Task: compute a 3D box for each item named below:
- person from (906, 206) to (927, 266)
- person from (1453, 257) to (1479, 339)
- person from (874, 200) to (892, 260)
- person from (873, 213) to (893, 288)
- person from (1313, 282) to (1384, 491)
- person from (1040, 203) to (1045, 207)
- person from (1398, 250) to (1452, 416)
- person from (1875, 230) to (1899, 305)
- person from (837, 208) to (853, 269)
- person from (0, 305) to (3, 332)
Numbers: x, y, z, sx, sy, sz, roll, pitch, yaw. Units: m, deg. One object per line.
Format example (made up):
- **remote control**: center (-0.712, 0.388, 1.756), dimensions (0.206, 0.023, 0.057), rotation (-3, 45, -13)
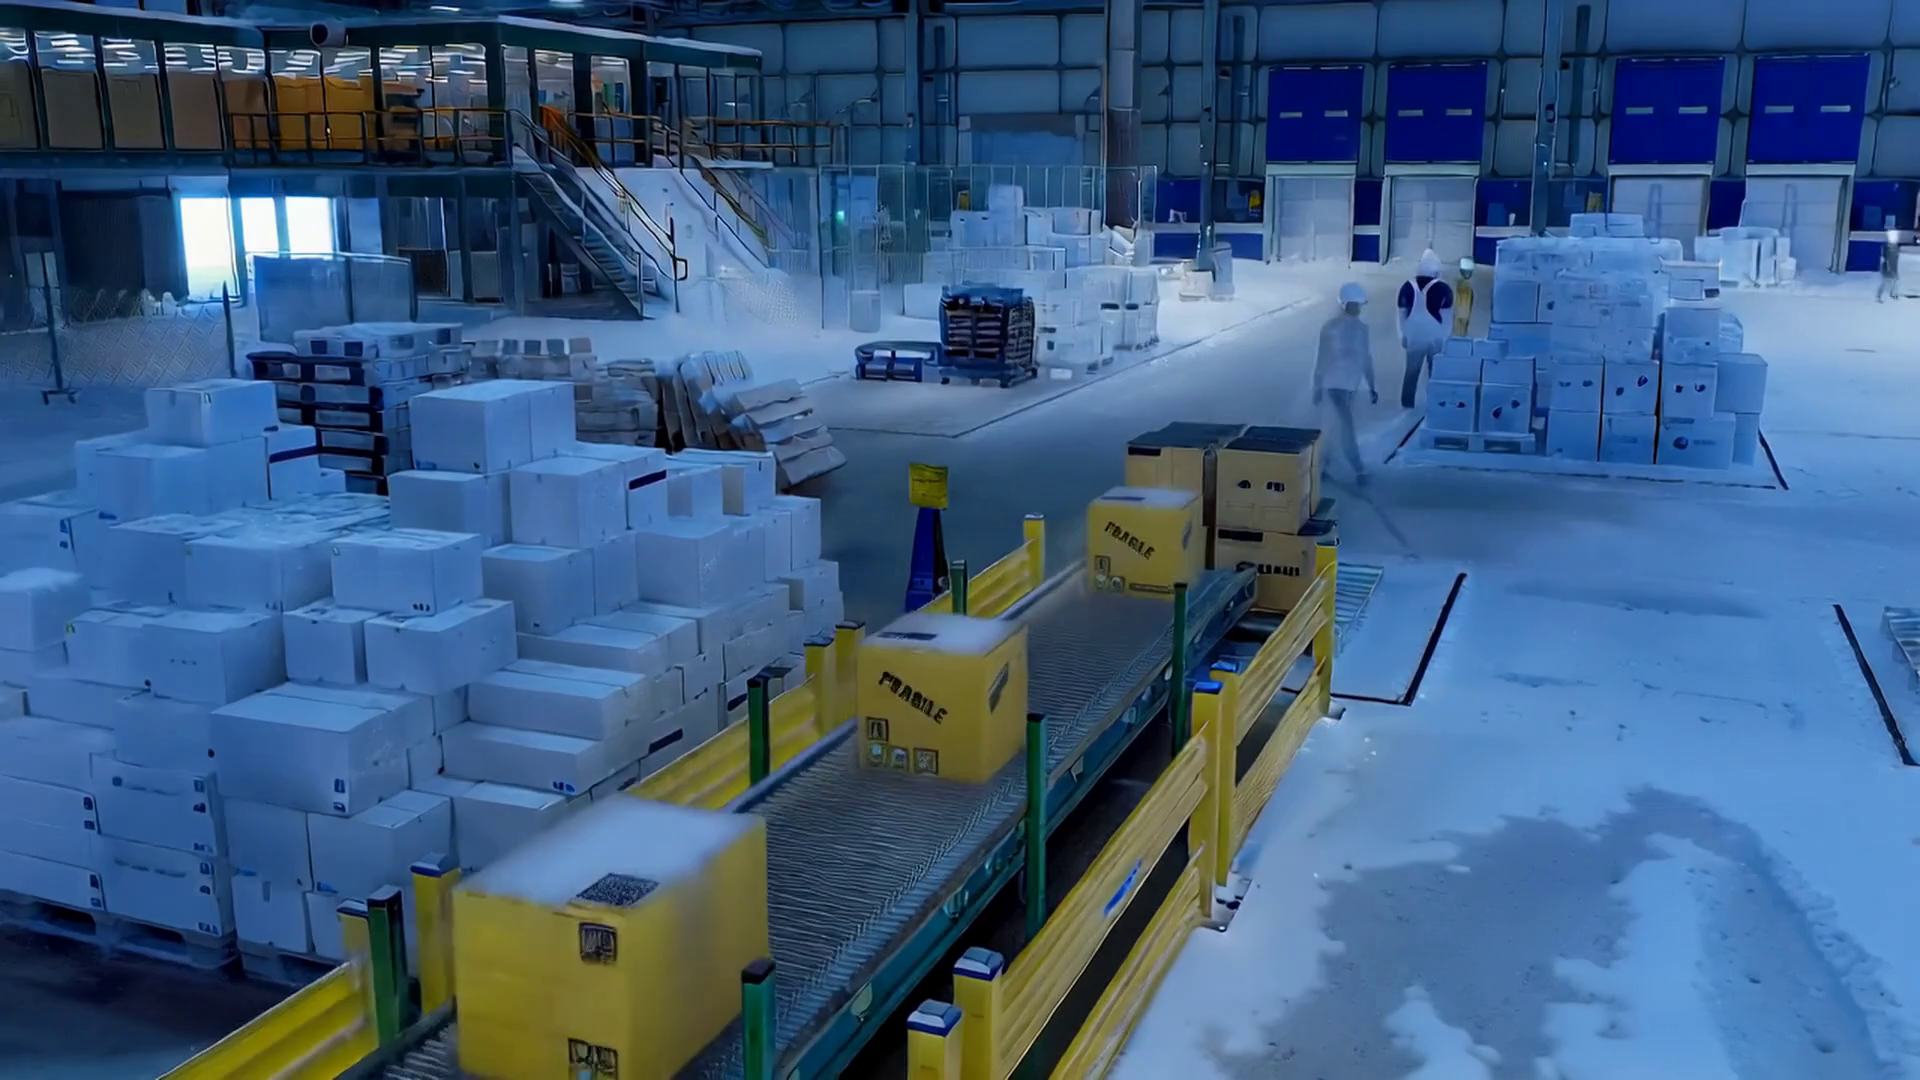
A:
- **person**: center (-1.269, -9.547, 52.285), dimensions (1.013, 1.882, 0.597), rotation (6, 14, 25)
- **person**: center (7.301, -3.200, 24.059), dimensions (0.312, 1.767, 0.533), rotation (0, 13, -1)
- **person**: center (-2.582, -10.379, 55.745), dimensions (0.608, 1.995, 0.377), rotation (7, 14, 28)
- **person**: center (-1.970, -7.432, 42.716), dimensions (0.553, 1.915, 0.746), rotation (4, 13, 16)
- **person**: center (3.745, -1.446, 15.758), dimensions (0.653, 1.951, 0.966), rotation (-11, 17, -40)
- **person**: center (2.664, -9.919, 53.787), dimensions (0.618, 1.945, 0.395), rotation (0, 13, 1)
- **person**: center (5.742, -2.524, 20.405), dimensions (0.682, 2.000, 0.537), rotation (11, 17, 41)
- **person**: center (20.838, -6.114, 37.326), dimensions (0.546, 1.687, 0.395), rotation (-7, 14, -28)
- **person**: center (-3.584, -9.198, 50.810), dimensions (0.661, 1.831, 0.475), rotation (-4, 13, -17)
- **person**: center (-15.248, -3.655, 25.866), dimensions (0.531, 1.869, 0.606), rotation (7, 14, 28)
